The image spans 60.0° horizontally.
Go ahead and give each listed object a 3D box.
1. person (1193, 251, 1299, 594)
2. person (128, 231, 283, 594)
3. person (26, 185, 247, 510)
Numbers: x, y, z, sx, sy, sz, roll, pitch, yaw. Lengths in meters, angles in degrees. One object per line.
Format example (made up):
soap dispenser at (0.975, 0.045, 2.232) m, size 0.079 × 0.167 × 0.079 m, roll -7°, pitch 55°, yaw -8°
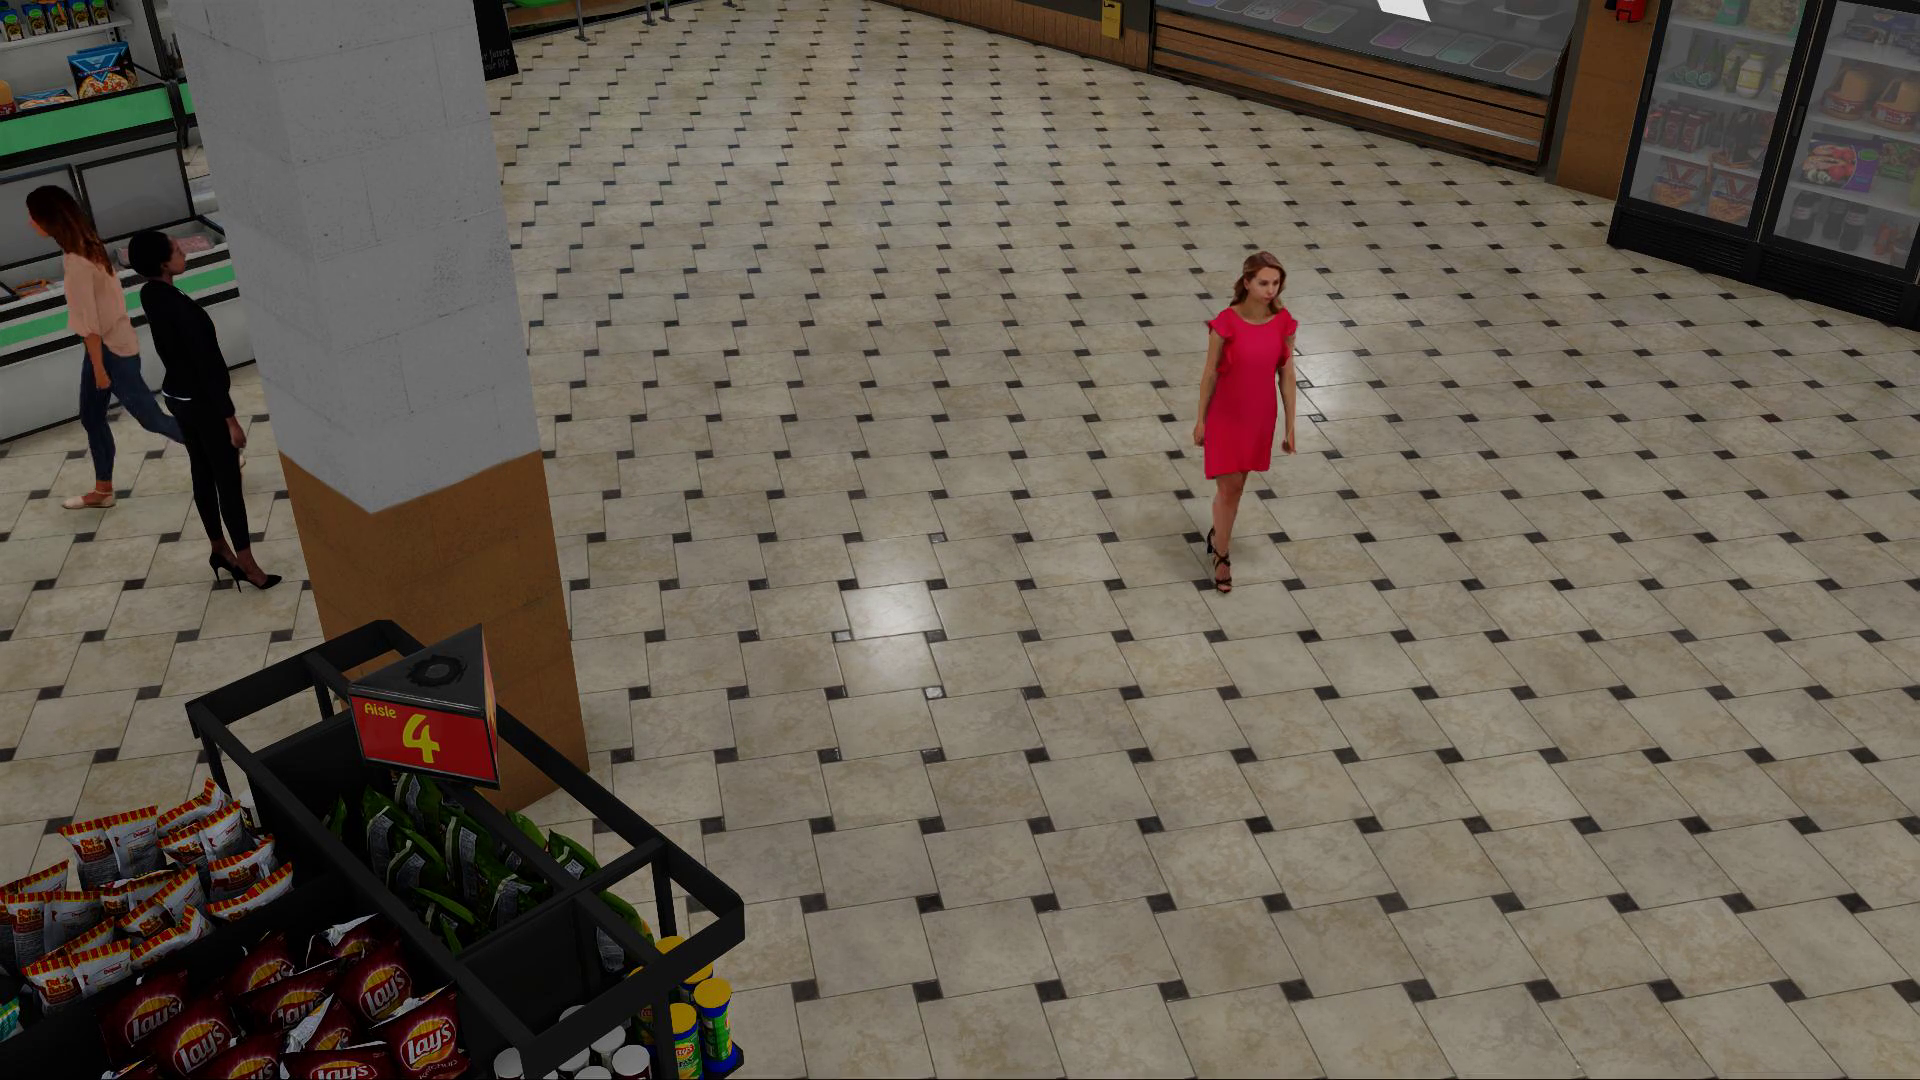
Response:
person at (1.307, -0.610, 7.948) m, size 0.732 × 1.712 × 0.800 m, roll -7°, pitch 33°, yaw -12°
person at (-3.550, -0.585, 7.793) m, size 0.603 × 1.834 × 0.530 m, roll 24°, pitch 39°, yaw 33°
person at (-4.203, -0.945, 8.455) m, size 1.233 × 1.747 × 0.921 m, roll -12°, pitch 34°, yaw -19°
